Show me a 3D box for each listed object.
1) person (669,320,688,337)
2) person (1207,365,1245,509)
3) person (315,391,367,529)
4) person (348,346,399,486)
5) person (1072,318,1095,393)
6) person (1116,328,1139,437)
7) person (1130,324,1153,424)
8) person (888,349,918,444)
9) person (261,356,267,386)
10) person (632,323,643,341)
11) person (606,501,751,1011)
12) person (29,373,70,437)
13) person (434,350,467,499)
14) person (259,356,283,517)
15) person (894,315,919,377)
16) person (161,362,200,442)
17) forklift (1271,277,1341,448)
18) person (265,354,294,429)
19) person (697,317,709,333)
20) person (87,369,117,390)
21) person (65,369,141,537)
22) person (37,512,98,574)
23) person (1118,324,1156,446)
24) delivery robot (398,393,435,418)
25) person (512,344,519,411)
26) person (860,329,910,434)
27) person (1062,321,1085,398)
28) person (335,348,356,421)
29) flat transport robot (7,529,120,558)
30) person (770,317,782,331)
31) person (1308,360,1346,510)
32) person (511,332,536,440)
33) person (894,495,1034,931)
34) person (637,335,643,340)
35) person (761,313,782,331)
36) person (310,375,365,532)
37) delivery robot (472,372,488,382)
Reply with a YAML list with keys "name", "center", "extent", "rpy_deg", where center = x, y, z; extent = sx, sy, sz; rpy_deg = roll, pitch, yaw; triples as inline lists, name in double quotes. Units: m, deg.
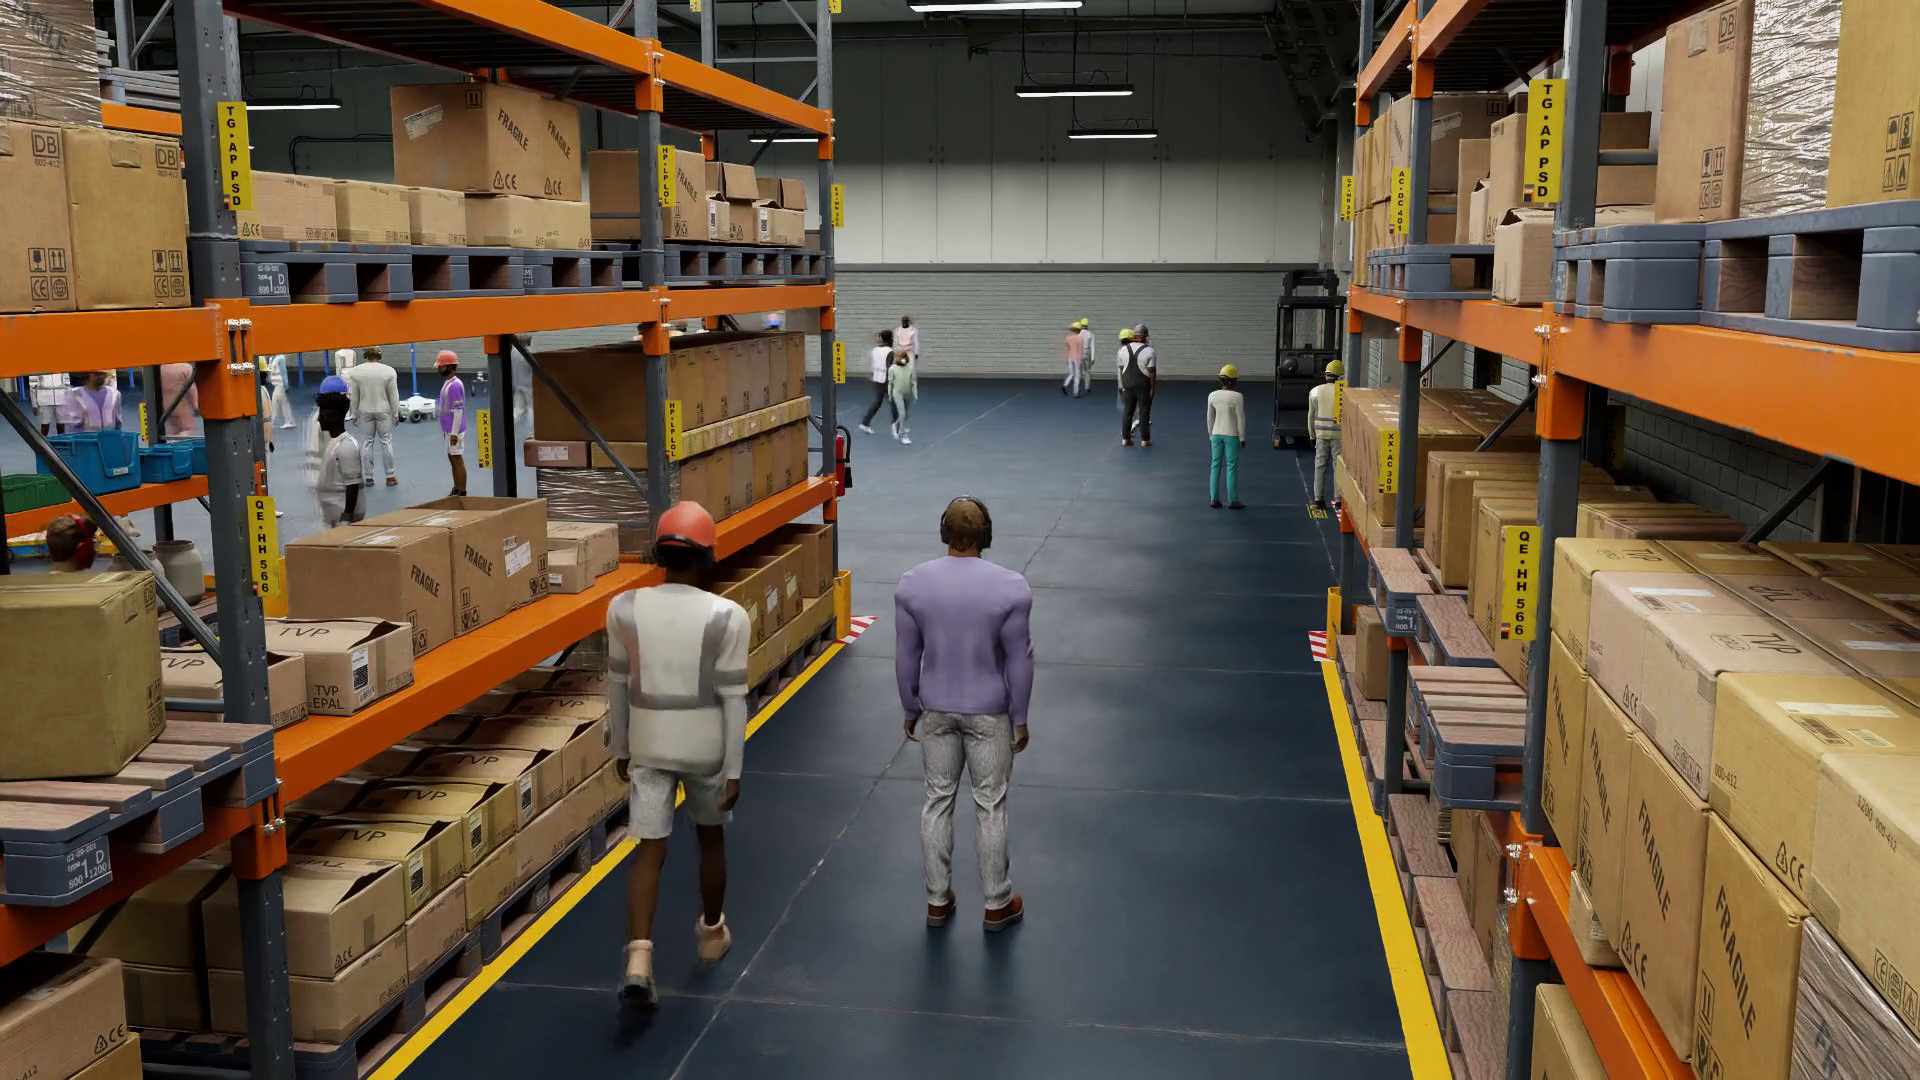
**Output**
- name: "person"
  center: [-6.308, -4.025, 37.338]
  extent: [0.434, 1.818, 0.658]
  rpy_deg: [-7, 11, -36]
- name: "person"
  center: [3.295, -1.276, 20.527]
  extent: [0.522, 1.769, 0.317]
  rpy_deg: [8, 12, 41]
- name: "person"
  center: [-4.974, -0.219, 13.392]
  extent: [0.367, 1.966, 0.604]
  rpy_deg: [-5, 10, -28]
- name: "person"
  center: [-7.980, -1.714, 22.701]
  extent: [0.635, 1.937, 0.353]
  rpy_deg: [-2, 9, -12]
- name: "person"
  center: [2.928, -4.384, 39.587]
  extent: [0.599, 1.805, 0.777]
  rpy_deg: [2, 9, 13]
- name: "person"
  center: [2.986, -2.763, 29.269]
  extent: [0.600, 1.911, 0.523]
  rpy_deg: [-7, 12, -38]
- name: "person"
  center: [3.437, -3.146, 31.642]
  extent: [0.651, 1.904, 0.403]
  rpy_deg: [-6, 11, -32]
- name: "person"
  center: [-1.018, -2.466, 28.362]
  extent: [0.510, 1.604, 0.690]
  rpy_deg: [-5, 11, -30]
- name: "person"
  center: [-13.340, -3.087, 31.257]
  extent: [0.649, 1.913, 0.409]
  rpy_deg: [-1, 9, -7]
- name: "person"
  center: [-7.520, -4.288, 39.350]
  extent: [0.550, 1.679, 0.402]
  rpy_deg: [4, 10, 21]
- name: "person"
  center: [-1.144, 0.855, 6.681]
  extent: [0.607, 2.009, 0.937]
  rpy_deg: [1, 9, 3]
- name: "person"
  center: [-13.537, -2.053, 24.799]
  extent: [0.551, 1.934, 0.373]
  rpy_deg: [-8, 12, -42]
- name: "person"
  center: [-6.337, -1.392, 20.714]
  extent: [0.351, 1.941, 0.545]
  rpy_deg: [-5, 10, -28]
- name: "person"
  center: [-8.251, -1.205, 19.599]
  extent: [0.364, 1.928, 0.586]
  rpy_deg: [-1, 9, -4]
- name: "person"
  center: [-1.325, -4.689, 41.451]
  extent: [0.626, 1.816, 0.734]
  rpy_deg: [2, 9, 12]
- name: "person"
  center: [-11.493, -1.956, 24.341]
  extent: [0.650, 1.884, 0.681]
  rpy_deg: [2, 9, 13]
- name: "forklift"
  center: [5.847, -3.016, 27.970]
  extent: [1.129, 2.768, 1.873]
  rpy_deg: [1, 9, 9]
- name: "person"
  center: [-12.646, -2.832, 30.581]
  extent: [0.772, 1.603, 0.548]
  rpy_deg: [-8, 12, -41]
- name: "person"
  center: [-5.876, -4.236, 38.503]
  extent: [0.514, 1.861, 0.329]
  rpy_deg: [1, 9, 8]
- name: "person"
  center: [-13.356, -2.223, 25.844]
  extent: [0.552, 1.936, 0.358]
  rpy_deg: [4, 10, 25]
- name: "person"
  center: [-9.318, -0.995, 18.070]
  extent: [0.900, 2.007, 0.626]
  rpy_deg: [7, 12, 38]
- name: "person"
  center: [-4.011, 0.769, 7.742]
  extent: [0.581, 1.812, 0.781]
  rpy_deg: [3, 10, 16]
- name: "person"
  center: [3.018, -2.591, 27.926]
  extent: [0.677, 2.000, 0.536]
  rpy_deg: [6, 11, 32]
- name: "delivery robot"
  center: [-10.563, -2.613, 32.334]
  extent: [0.477, 0.478, 0.707]
  rpy_deg: [5, 10, 30]
- name: "person"
  center: [-9.408, -3.564, 34.489]
  extent: [0.528, 1.833, 0.967]
  rpy_deg: [3, 10, 19]
- name: "person"
  center: [-1.377, -2.848, 29.885]
  extent: [0.957, 1.878, 0.601]
  rpy_deg: [-6, 11, -31]
- name: "person"
  center: [2.649, -4.163, 38.398]
  extent: [0.427, 1.755, 0.525]
  rpy_deg: [-8, 12, -41]
- name: "person"
  center: [-11.980, -3.146, 32.456]
  extent: [0.308, 1.641, 0.516]
  rpy_deg: [4, 10, 21]
- name: "flat transport robot"
  center: [-9.470, 0.045, 17.116]
  extent: [1.431, 0.197, 0.652]
  rpy_deg: [-5, 11, -29]
- name: "person"
  center: [-3.947, -3.781, 35.482]
  extent: [0.448, 1.924, 0.605]
  rpy_deg: [-8, 12, -42]
- name: "person"
  center: [4.578, -1.294, 20.434]
  extent: [0.602, 1.830, 0.404]
  rpy_deg: [6, 11, 34]
- name: "person"
  center: [-7.379, -2.579, 28.094]
  extent: [0.640, 1.918, 0.619]
  rpy_deg: [5, 10, 28]
- name: "person"
  center: [0.020, 0.766, 7.406]
  extent: [0.629, 1.940, 0.377]
  rpy_deg: [3, 10, 17]
- name: "person"
  center: [-5.088, -2.369, 26.912]
  extent: [0.573, 1.883, 0.354]
  rpy_deg: [-8, 12, -40]
- name: "person"
  center: [-4.108, -4.051, 36.992]
  extent: [0.659, 1.971, 0.705]
  rpy_deg: [4, 10, 21]
- name: "person"
  center: [-5.967, -0.604, 15.899]
  extent: [0.445, 1.931, 0.609]
  rpy_deg: [-7, 11, -36]
- name: "delivery robot"
  center: [-11.280, -3.838, 39.101]
  extent: [0.335, 0.223, 0.698]
  rpy_deg: [-4, 10, -23]
